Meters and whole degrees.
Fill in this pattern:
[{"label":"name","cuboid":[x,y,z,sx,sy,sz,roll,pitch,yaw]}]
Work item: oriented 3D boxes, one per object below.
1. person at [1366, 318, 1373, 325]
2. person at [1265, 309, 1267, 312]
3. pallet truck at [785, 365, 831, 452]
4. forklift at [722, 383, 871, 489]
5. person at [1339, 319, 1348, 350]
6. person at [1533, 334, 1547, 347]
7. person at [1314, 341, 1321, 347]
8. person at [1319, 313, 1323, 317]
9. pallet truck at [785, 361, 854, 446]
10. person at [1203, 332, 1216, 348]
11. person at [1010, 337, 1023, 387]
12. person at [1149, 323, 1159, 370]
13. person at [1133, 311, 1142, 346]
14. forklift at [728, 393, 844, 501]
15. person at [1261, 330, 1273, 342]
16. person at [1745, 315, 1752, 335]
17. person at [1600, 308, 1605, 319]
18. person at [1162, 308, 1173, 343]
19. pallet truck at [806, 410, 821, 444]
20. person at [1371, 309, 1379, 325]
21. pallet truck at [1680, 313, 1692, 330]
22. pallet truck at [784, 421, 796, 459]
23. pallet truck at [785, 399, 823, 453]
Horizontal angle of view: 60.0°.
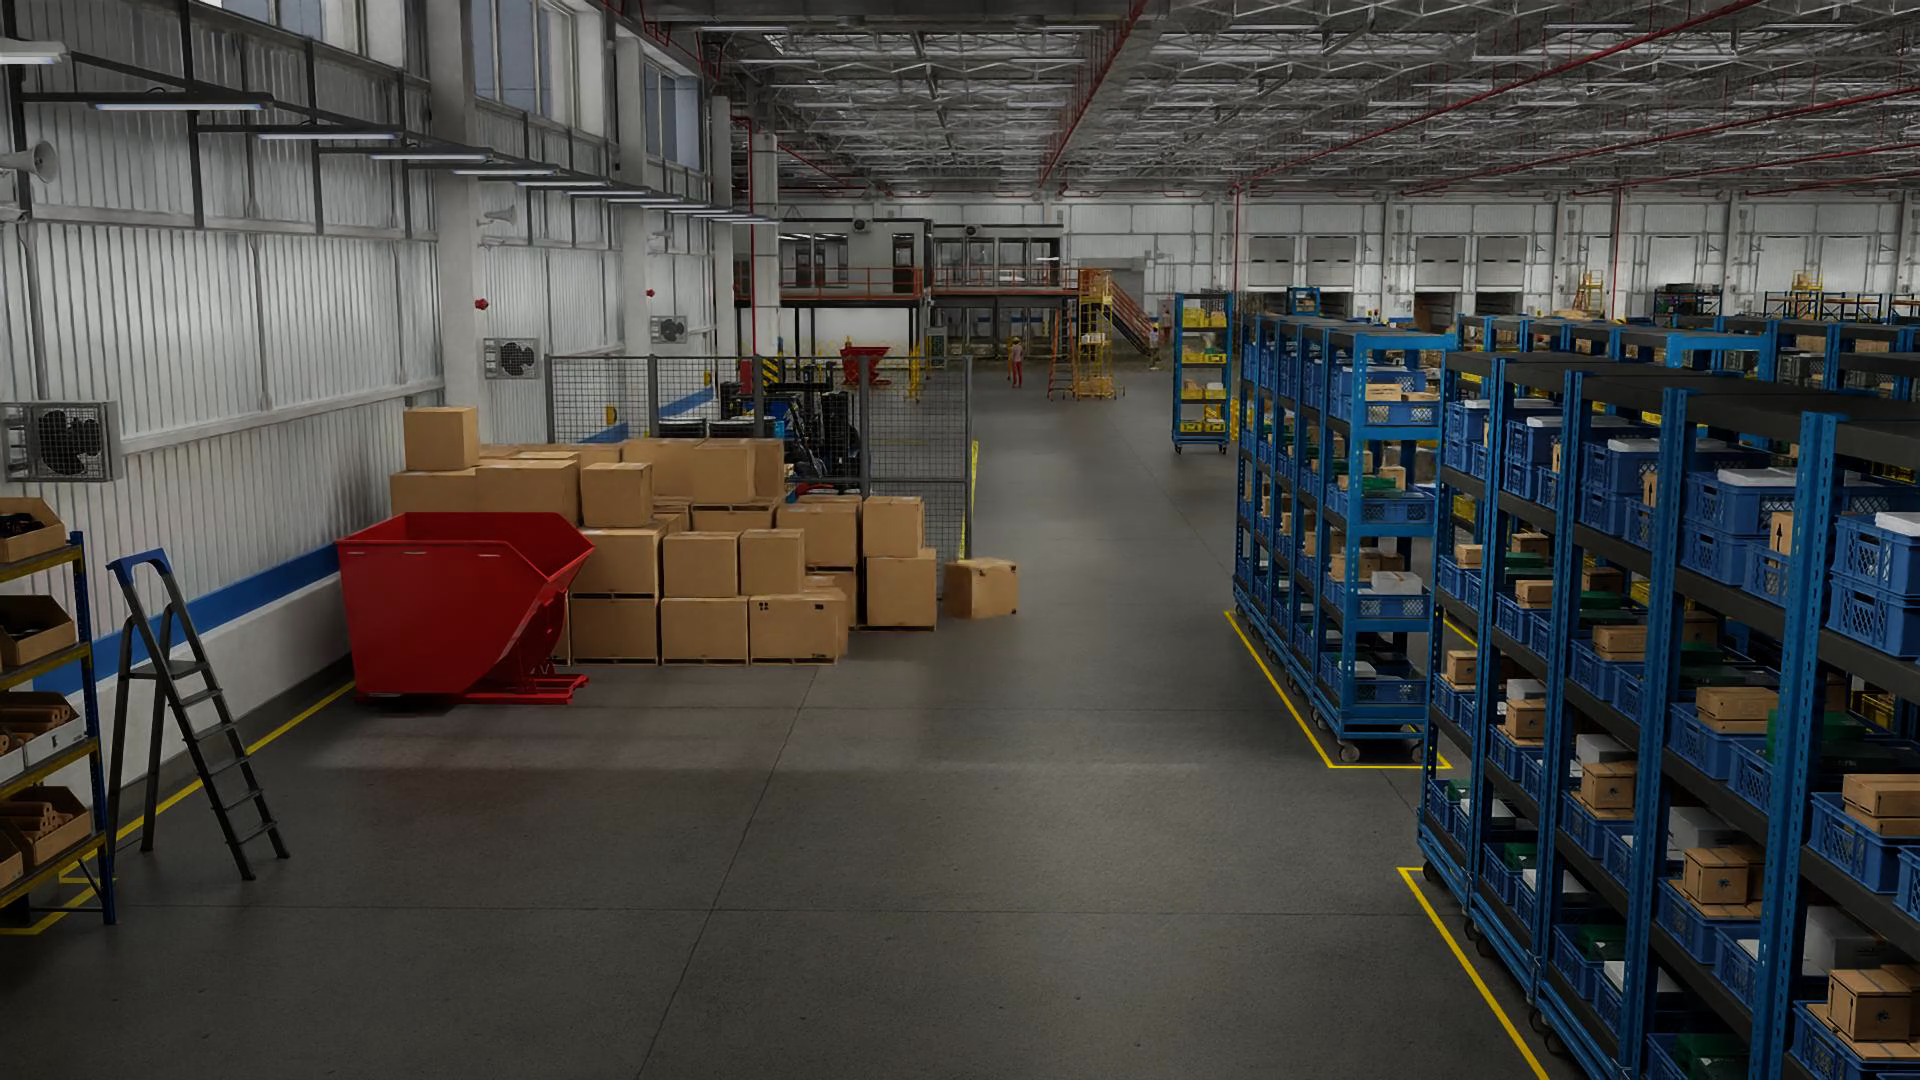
[{"label":"person","cuboid":[21.270,-10.735,86.566,0.546,1.648,0.861,-1,9,-4]},{"label":"person","cuboid":[17.653,-12.509,96.837,1.012,1.871,0.610,2,9,10]},{"label":"pallet truck","cuboid":[-3.774,-2.976,37.635,1.885,1.965,0.823,1,9,5]},{"label":"forklift","cuboid":[-2.893,-1.687,28.729,2.680,1.987,1.157,0,9,-1]},{"label":"person","cuboid":[18.104,-9.451,78.135,0.957,1.834,0.540,2,9,9]},{"label":"person","cuboid":[20.566,-6.394,58.978,0.548,1.909,0.737,0,9,-3]},{"label":"person","cuboid":[12.395,-6.075,57.171,0.803,1.856,0.613,1,9,4]},{"label":"person","cuboid":[19.749,-11.539,91.161,0.533,1.770,0.304,-4,10,-25]},{"label":"pallet truck","cuboid":[-3.410,-3.193,38.978,1.885,1.965,0.823,0,9,-1]},{"label":"person","cuboid":[11.512,-9.322,77.043,0.639,1.918,0.760,-4,10,-22]},{"label":"person","cuboid":[1.975,-6.273,58.687,0.533,1.767,0.327,-6,11,-32]},{"label":"person","cuboid":[8.083,-8.029,69.055,0.386,1.917,0.584,7,12,38]},{"label":"person","cuboid":[9.609,-11.442,90.018,0.613,1.943,0.405,-8,12,-41]},{"label":"forklift","cuboid":[-2.979,-1.316,26.476,2.680,1.987,1.157,0,9,1]},{"label":"person","cuboid":[13.214,-8.549,72.063,1.071,1.980,0.637,-7,12,-38]},{"label":"person","cuboid":[40.940,-10.842,86.715,0.579,1.828,1.018,8,12,40]},{"label":"person","cuboid":[36.273,-12.065,93.779,0.419,1.983,0.638,0,9,2]},{"label":"person","cuboid":[11.701,-12.084,93.866,0.615,1.981,0.474,4,10,21]},{"label":"pallet truck","cuboid":[-3.559,-2.018,33.905,1.522,1.261,0.704,0,9,-1]},{"label":"person","cuboid":[23.637,-12.180,94.631,0.543,1.927,0.375,-5,11,-30]},{"label":"pallet truck","cuboid":[36.315,-10.531,84.244,0.823,1.965,1.885,-6,11,-33]},{"label":"pallet truck","cuboid":[-4.013,-1.793,32.705,1.601,1.201,0.680,0,9,1]},{"label":"pallet truck","cuboid":[-3.814,-2.432,36.419,1.630,1.274,0.653,0,9,1]}]
